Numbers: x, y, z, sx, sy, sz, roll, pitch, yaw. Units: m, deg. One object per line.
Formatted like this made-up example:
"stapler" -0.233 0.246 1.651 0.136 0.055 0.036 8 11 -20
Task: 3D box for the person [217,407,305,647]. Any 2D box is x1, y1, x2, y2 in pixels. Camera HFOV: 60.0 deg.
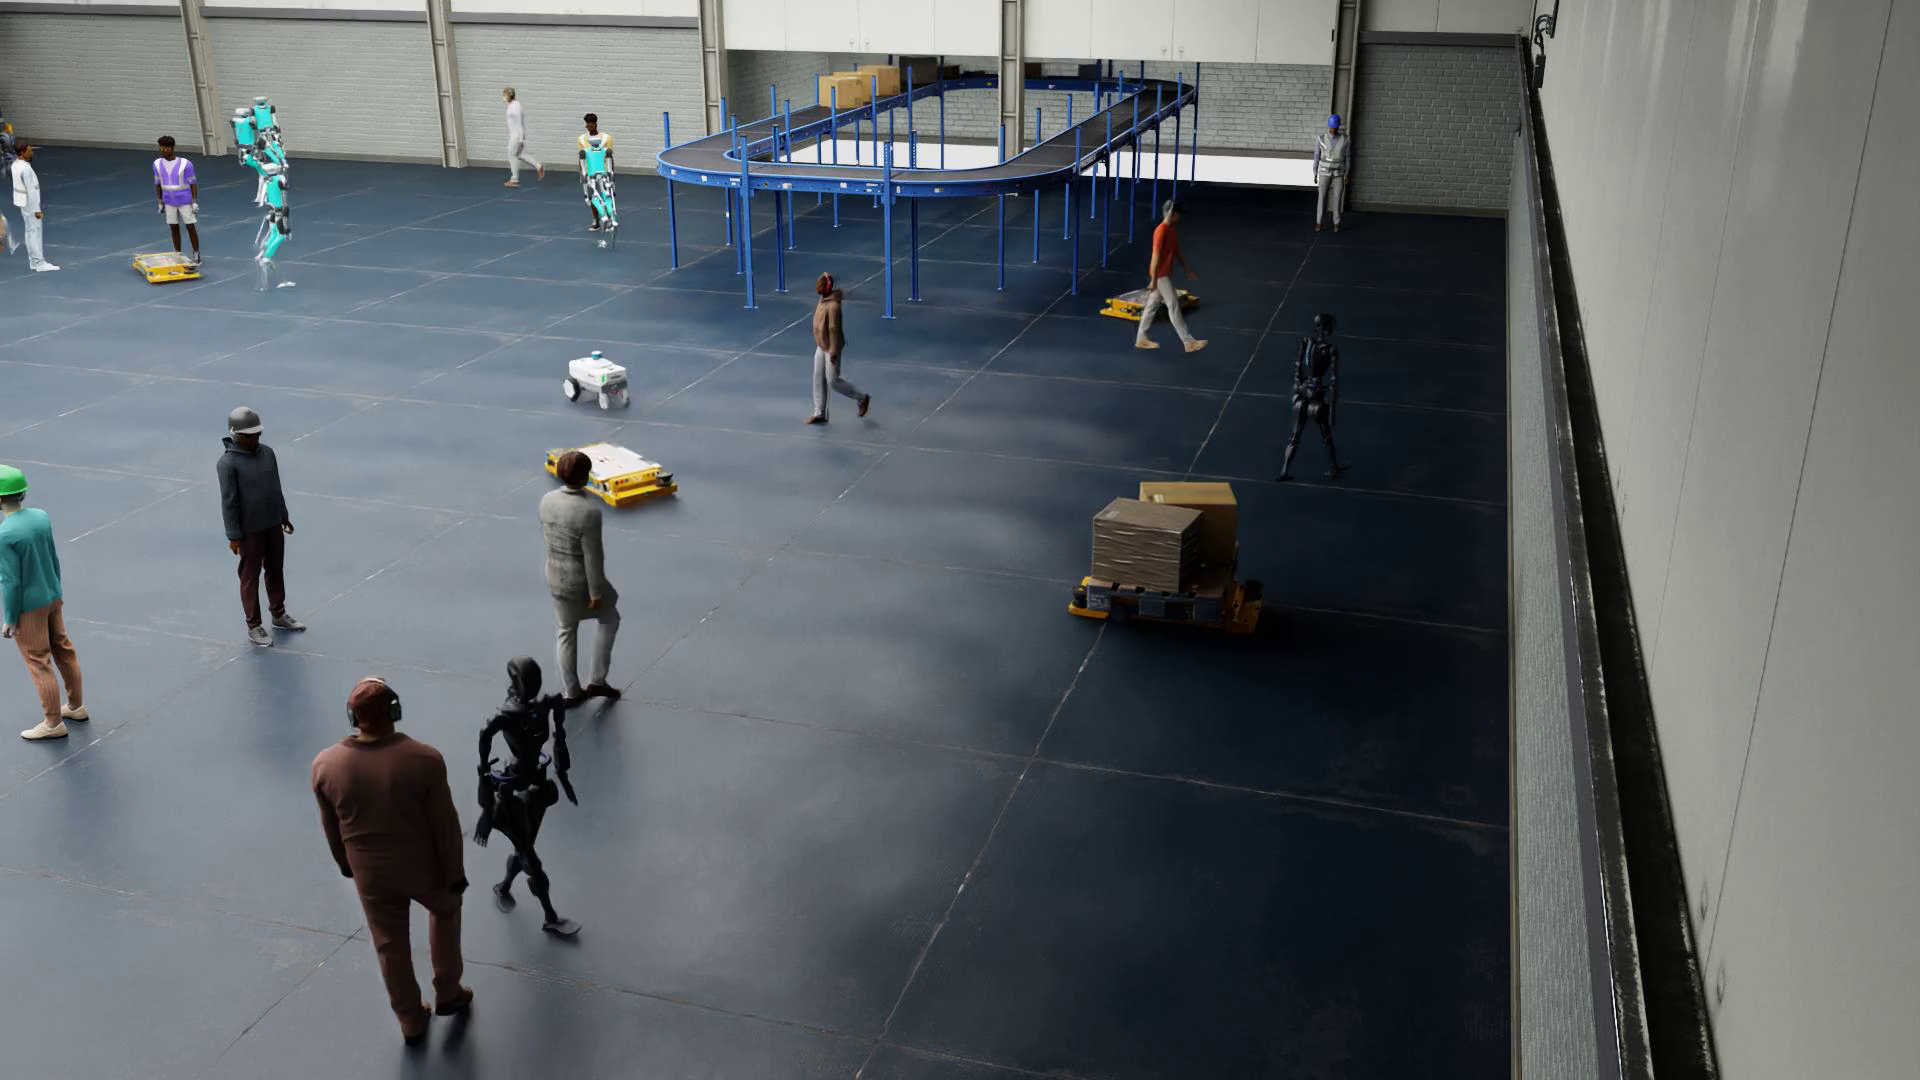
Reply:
"person" -5.205 -0.121 12.345 0.373 1.810 0.555 10 23 25

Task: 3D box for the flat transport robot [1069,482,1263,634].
"flat transport robot" 1.614 0.462 12.980 1.431 0.231 0.659 6 22 15

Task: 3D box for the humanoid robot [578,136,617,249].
"humanoid robot" -5.617 -5.416 26.186 0.532 1.779 0.787 -11 24 -26

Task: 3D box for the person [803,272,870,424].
"person" -1.323 -2.014 17.507 0.659 1.638 0.479 -10 23 -23

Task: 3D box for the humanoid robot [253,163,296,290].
"humanoid robot" -9.835 -4.381 23.587 0.727 1.856 0.530 -20 29 -41

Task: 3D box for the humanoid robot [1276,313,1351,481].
"humanoid robot" 3.383 -1.366 15.836 0.787 1.622 0.610 -12 24 -27

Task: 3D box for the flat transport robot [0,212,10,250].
"flat transport robot" -15.125 -4.190 25.044 0.659 0.231 1.431 -3 21 -7

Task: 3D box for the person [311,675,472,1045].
"person" -2.685 1.514 7.992 0.666 1.889 0.527 -1 21 -3

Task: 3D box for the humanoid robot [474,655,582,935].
"humanoid robot" -2.341 1.326 8.857 0.680 1.621 0.614 17 27 36

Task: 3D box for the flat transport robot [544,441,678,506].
"flat transport robot" -3.345 -0.646 15.853 0.659 0.231 1.431 -17 27 -36

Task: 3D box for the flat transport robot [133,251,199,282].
"flat transport robot" -11.809 -4.061 24.710 0.659 0.231 1.431 -14 25 -32

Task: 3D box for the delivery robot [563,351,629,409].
"delivery robot" -4.023 -1.795 18.436 0.770 0.595 0.499 20 28 41

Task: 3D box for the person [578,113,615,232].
"person" -6.056 -6.139 27.762 0.616 1.953 0.374 2 21 6

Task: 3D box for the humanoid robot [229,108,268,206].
"humanoid robot" -12.739 -6.942 30.158 0.548 1.780 0.761 6 22 15

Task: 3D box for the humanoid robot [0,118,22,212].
"humanoid robot" -16.770 -6.640 29.460 0.398 1.640 0.613 1 21 2

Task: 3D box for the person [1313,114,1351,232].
"person" 6.192 -6.117 27.738 0.613 1.935 0.421 2 21 6

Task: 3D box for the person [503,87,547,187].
"person" -8.469 -7.781 32.096 0.791 1.902 0.654 -5 22 -14

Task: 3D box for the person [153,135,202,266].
"person" -11.788 -5.105 25.065 0.607 1.962 0.368 0 21 0

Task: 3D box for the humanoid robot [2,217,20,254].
"humanoid robot" -15.148 -5.322 25.973 0.991 1.756 0.553 4 21 10

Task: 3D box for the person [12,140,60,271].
"person" -13.873 -4.980 24.804 0.387 1.918 0.589 -18 27 -38

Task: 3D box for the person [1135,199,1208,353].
"person" 2.622 -3.211 20.287 0.993 1.857 0.476 6 22 16

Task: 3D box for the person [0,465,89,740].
"person" -6.077 0.405 10.897 0.344 1.874 0.525 3 21 8

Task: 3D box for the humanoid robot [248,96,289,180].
"humanoid robot" -13.044 -7.499 31.620 0.767 1.788 0.535 17 27 37

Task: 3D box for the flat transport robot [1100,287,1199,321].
"flat transport robot" 2.577 -3.204 22.487 0.659 0.231 1.431 17 27 37

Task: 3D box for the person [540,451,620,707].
"person" -2.596 0.276 11.323 0.526 1.816 0.458 9 23 22
